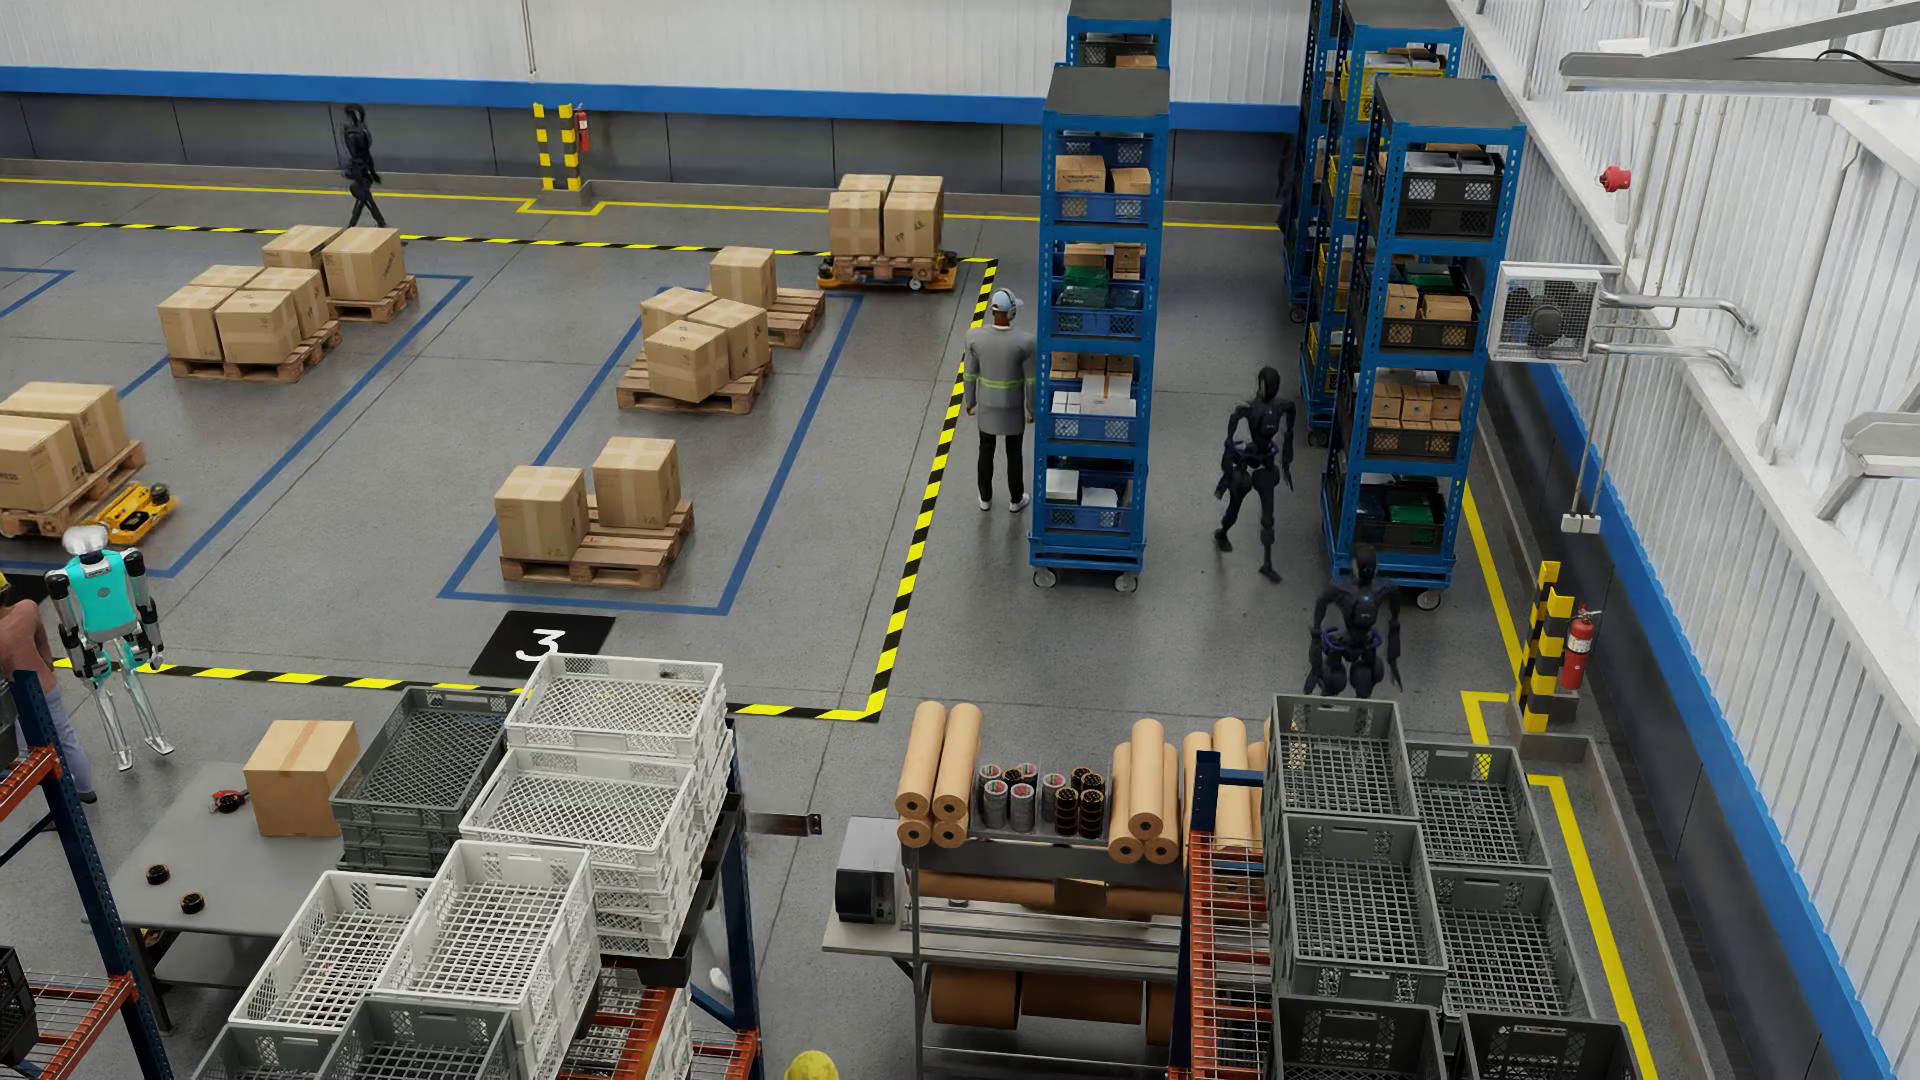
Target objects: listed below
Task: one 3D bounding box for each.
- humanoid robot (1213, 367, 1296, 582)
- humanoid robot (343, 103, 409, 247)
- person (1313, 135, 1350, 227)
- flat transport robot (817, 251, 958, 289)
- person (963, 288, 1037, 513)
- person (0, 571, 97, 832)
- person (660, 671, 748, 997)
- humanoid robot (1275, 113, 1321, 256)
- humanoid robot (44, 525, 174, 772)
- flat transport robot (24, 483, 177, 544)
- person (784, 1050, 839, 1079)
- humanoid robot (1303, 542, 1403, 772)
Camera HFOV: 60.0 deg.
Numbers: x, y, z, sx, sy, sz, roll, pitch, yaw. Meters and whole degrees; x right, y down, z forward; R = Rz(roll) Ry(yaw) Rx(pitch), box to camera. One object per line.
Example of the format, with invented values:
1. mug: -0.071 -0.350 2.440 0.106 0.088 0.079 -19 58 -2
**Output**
1. humanoid robot: 2.169 -0.531 12.233 0.608 1.620 0.789 -9 31 -15
2. humanoid robot: -6.517 -3.958 18.122 0.792 1.623 0.586 -2 30 -3
3. person: 4.015 -4.039 18.042 0.373 1.843 0.569 6 31 11
4. flat transport robot: -0.759 -2.878 17.590 1.431 0.197 0.652 2 30 4
5. person: 0.325 -1.085 12.966 0.590 1.849 0.399 6 31 11
6. person: -5.417 0.906 9.628 0.310 1.768 0.522 5 31 8
7. person: -1.394 1.477 8.601 0.531 1.814 0.990 -23 37 -33
8. humanoid robot: 3.655 -3.777 17.767 0.605 1.648 0.368 22 37 33
9. humanoid robot: -5.162 0.584 10.080 0.533 1.675 0.735 -22 37 -32
10. flat transport robot: -7.017 -0.252 13.078 1.431 0.197 0.652 3 30 6
11. person: -0.550 2.686 6.592 0.493 1.742 0.305 -24 38 -35
12. humanoid robot: 2.374 0.693 10.104 0.601 1.639 0.611 -3 30 -6
